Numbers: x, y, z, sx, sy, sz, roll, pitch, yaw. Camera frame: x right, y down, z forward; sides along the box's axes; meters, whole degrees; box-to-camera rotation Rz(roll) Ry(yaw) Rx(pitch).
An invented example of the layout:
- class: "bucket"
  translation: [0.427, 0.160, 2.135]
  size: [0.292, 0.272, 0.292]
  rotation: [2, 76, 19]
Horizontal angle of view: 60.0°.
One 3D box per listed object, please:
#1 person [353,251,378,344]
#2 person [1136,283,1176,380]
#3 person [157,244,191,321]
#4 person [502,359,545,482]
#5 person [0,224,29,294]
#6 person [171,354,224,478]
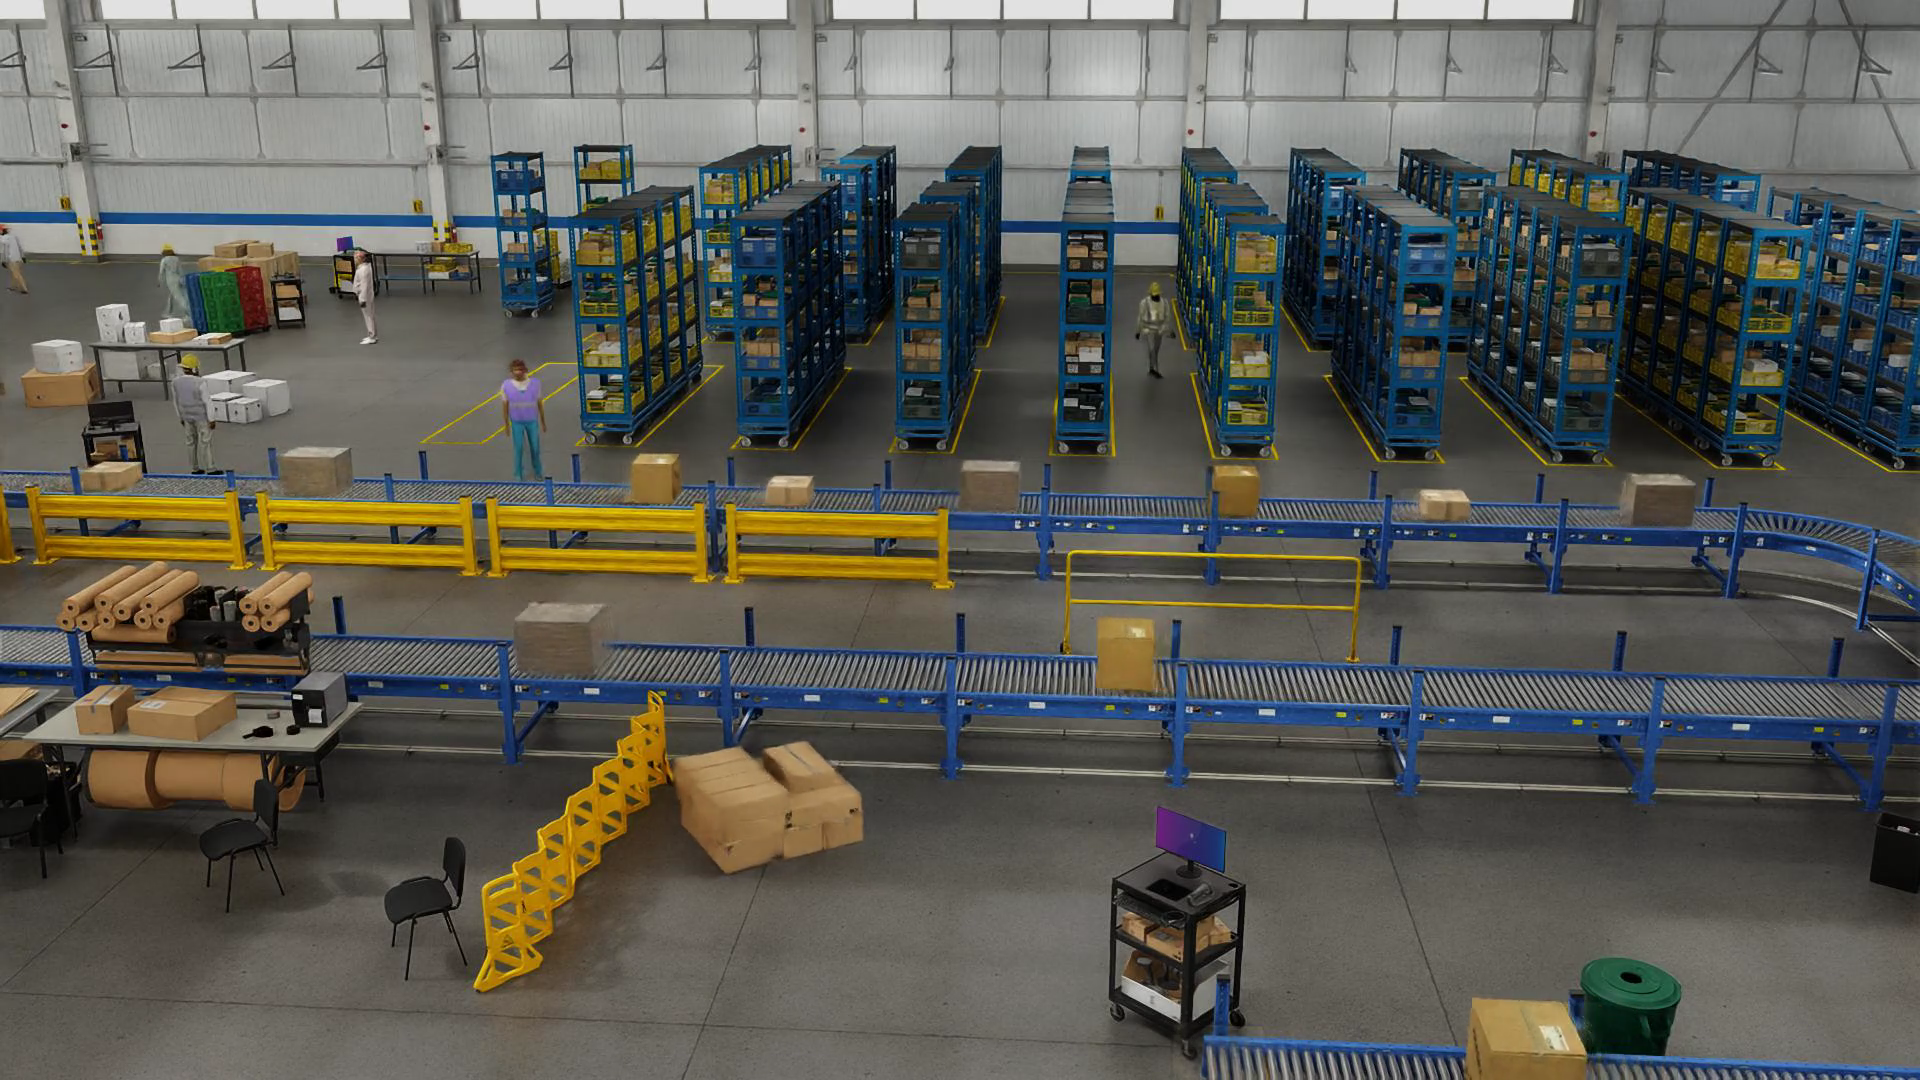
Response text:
- class: "person"
  translation: [-12.293, -5.006, 34.324]
  size: [0.400, 1.910, 0.643]
  rotation: [-3, 18, -8]
- class: "person"
  translation: [3.689, -3.889, 30.961]
  size: [0.719, 1.781, 0.841]
  rotation: [-6, 19, -19]
- class: "person"
  translation: [-17.501, -5.742, 37.030]
  size: [0.940, 1.679, 0.496]
  rotation: [5, 18, 17]
- class: "person"
  translation: [-6.281, -1.712, 23.971]
  size: [0.570, 1.843, 0.372]
  rotation: [-5, 18, -17]
- class: "person"
  translation: [-23.160, -6.845, 40.520]
  size: [0.873, 1.682, 0.616]
  rotation: [3, 18, 10]
- class: "person"
  translation: [-11.138, -1.805, 24.288]
  size: [0.600, 1.832, 0.404]
  rotation: [4, 18, 12]
